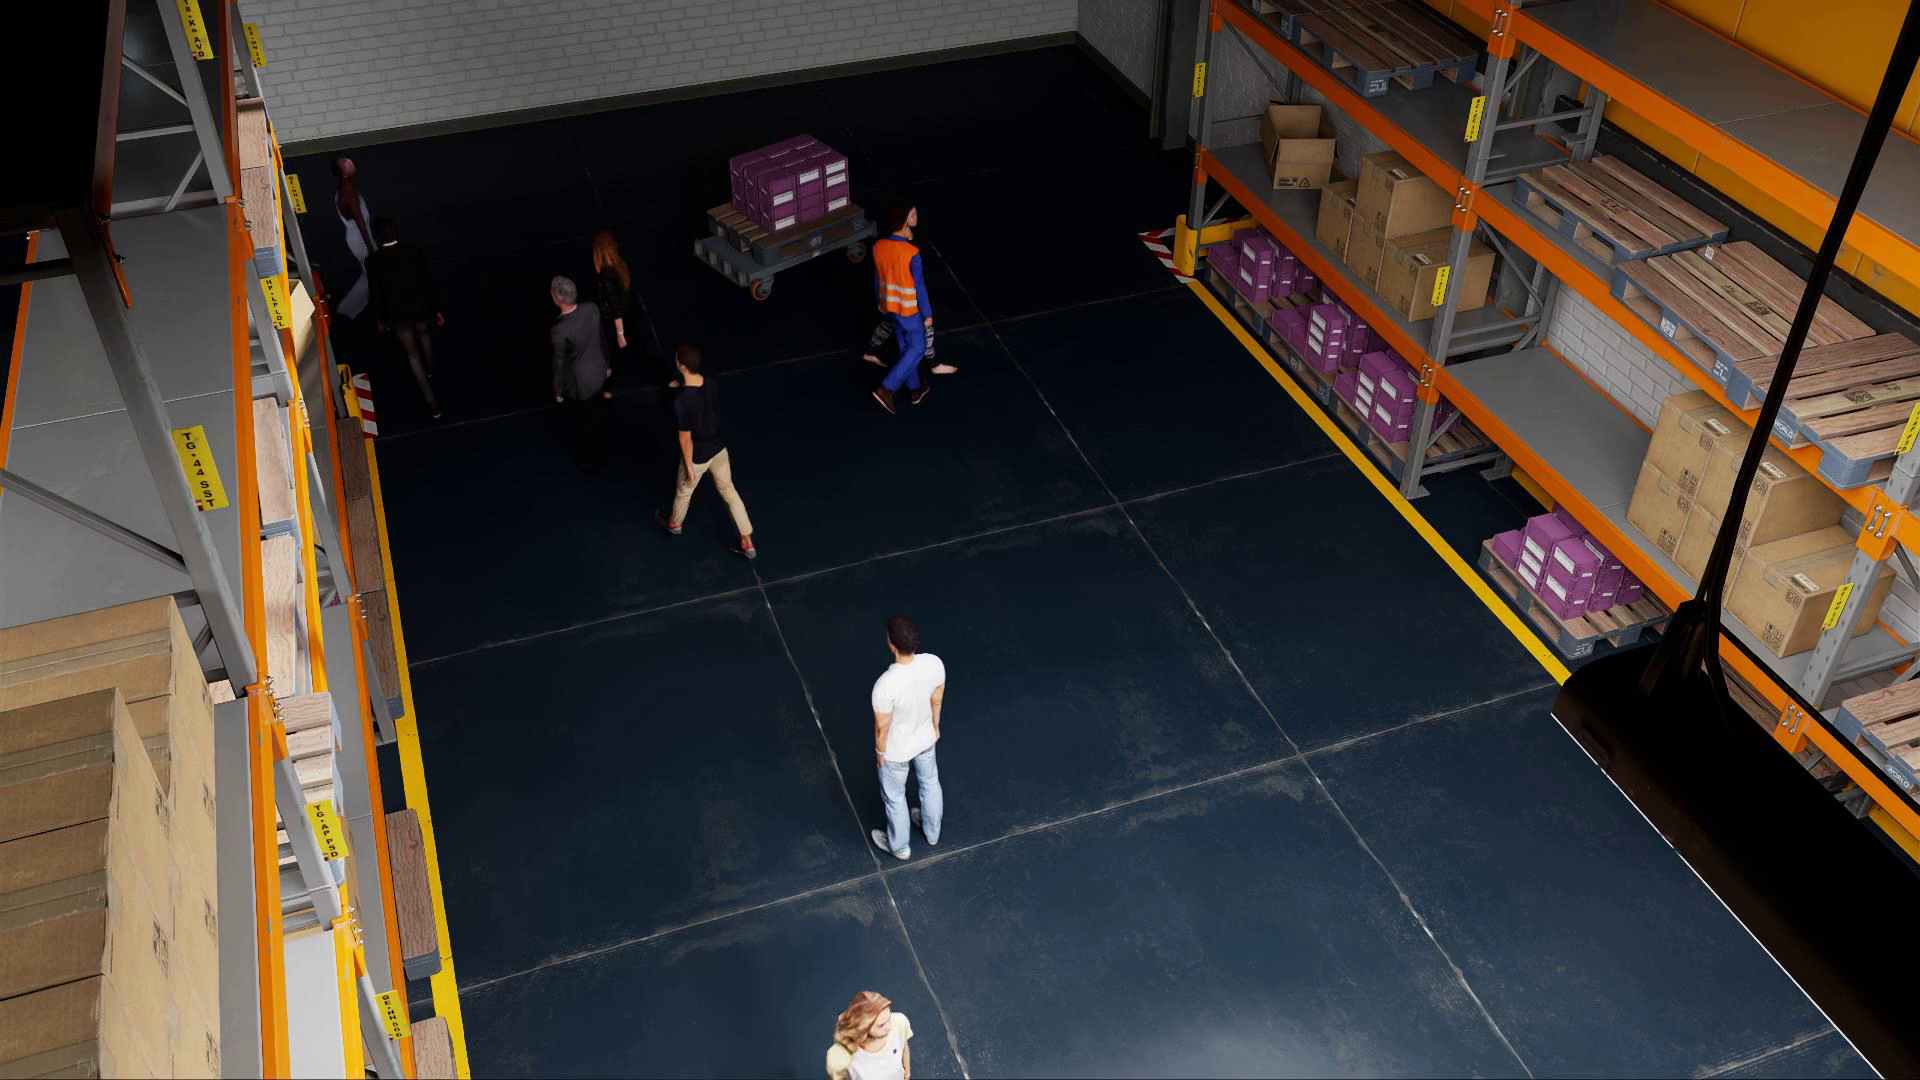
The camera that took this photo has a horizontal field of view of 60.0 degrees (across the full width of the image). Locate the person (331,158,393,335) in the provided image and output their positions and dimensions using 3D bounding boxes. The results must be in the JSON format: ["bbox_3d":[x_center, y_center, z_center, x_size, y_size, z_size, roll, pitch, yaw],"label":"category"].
[{"bbox_3d":[-5.465,-2.600,14.997,0.704,1.771,0.748,-19,42,-22],"label":"person"}]

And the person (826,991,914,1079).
[{"bbox_3d":[-0.495,2.755,8.346,0.838,1.703,1.116,-24,45,-27],"label":"person"}]

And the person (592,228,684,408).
[{"bbox_3d":[-2.779,-1.836,14.122,1.006,1.668,1.170,0,39,0],"label":"person"}]

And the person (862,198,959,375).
[{"bbox_3d":[-0.563,-2.190,14.551,1.050,1.686,1.136,7,39,9],"label":"person"}]

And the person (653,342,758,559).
[{"bbox_3d":[-1.848,-0.617,12.486,1.276,1.805,1.093,24,45,27],"label":"person"}]

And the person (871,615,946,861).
[{"bbox_3d":[-0.318,1.211,10.153,0.735,1.860,0.674,-26,45,-29],"label":"person"}]

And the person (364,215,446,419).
[{"bbox_3d":[-4.647,-1.851,14.079,0.849,1.745,1.230,-20,43,-23],"label":"person"}]

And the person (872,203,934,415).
[{"bbox_3d":[-0.541,-1.906,14.086,1.110,1.823,1.089,-31,48,-33],"label":"person"}]

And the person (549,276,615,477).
[{"bbox_3d":[-2.962,-1.281,13.301,0.898,1.826,0.849,18,42,21],"label":"person"}]
